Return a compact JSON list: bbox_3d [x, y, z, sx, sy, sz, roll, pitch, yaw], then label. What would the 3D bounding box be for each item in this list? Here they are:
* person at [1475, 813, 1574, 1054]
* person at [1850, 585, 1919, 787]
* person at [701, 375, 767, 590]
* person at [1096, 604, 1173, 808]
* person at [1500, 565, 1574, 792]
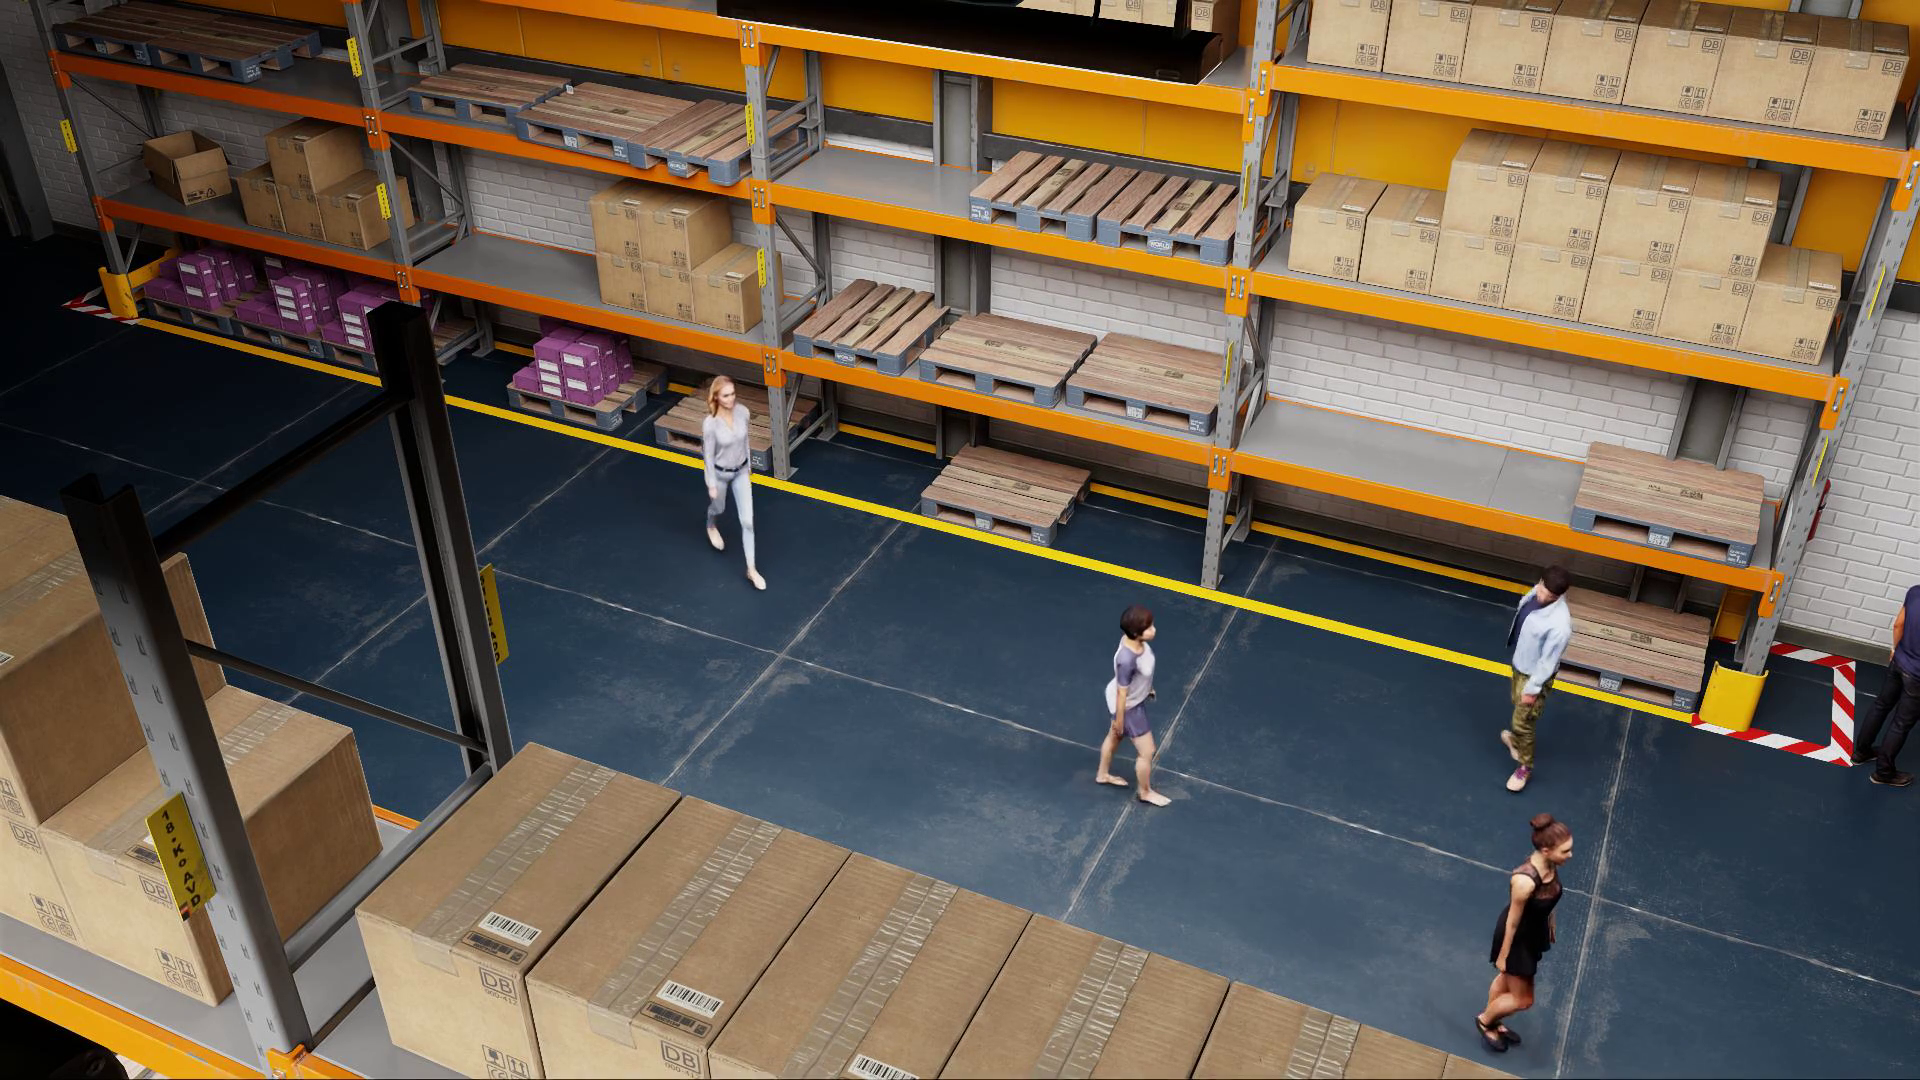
[{"bbox_3d":[3.076,2.173,9.306,0.657,1.669,0.657,27,42,34],"label":"person"},{"bbox_3d":[6.402,0.860,11.173,0.736,1.790,0.716,-6,34,-9],"label":"person"},{"bbox_3d":[-1.898,-0.528,13.297,1.026,1.750,1.265,-21,39,-28],"label":"person"},{"bbox_3d":[1.052,1.063,11.085,0.823,1.548,0.676,5,34,8],"label":"person"},{"bbox_3d":[3.887,0.831,11.216,0.744,1.791,0.894,10,35,15],"label":"person"}]
